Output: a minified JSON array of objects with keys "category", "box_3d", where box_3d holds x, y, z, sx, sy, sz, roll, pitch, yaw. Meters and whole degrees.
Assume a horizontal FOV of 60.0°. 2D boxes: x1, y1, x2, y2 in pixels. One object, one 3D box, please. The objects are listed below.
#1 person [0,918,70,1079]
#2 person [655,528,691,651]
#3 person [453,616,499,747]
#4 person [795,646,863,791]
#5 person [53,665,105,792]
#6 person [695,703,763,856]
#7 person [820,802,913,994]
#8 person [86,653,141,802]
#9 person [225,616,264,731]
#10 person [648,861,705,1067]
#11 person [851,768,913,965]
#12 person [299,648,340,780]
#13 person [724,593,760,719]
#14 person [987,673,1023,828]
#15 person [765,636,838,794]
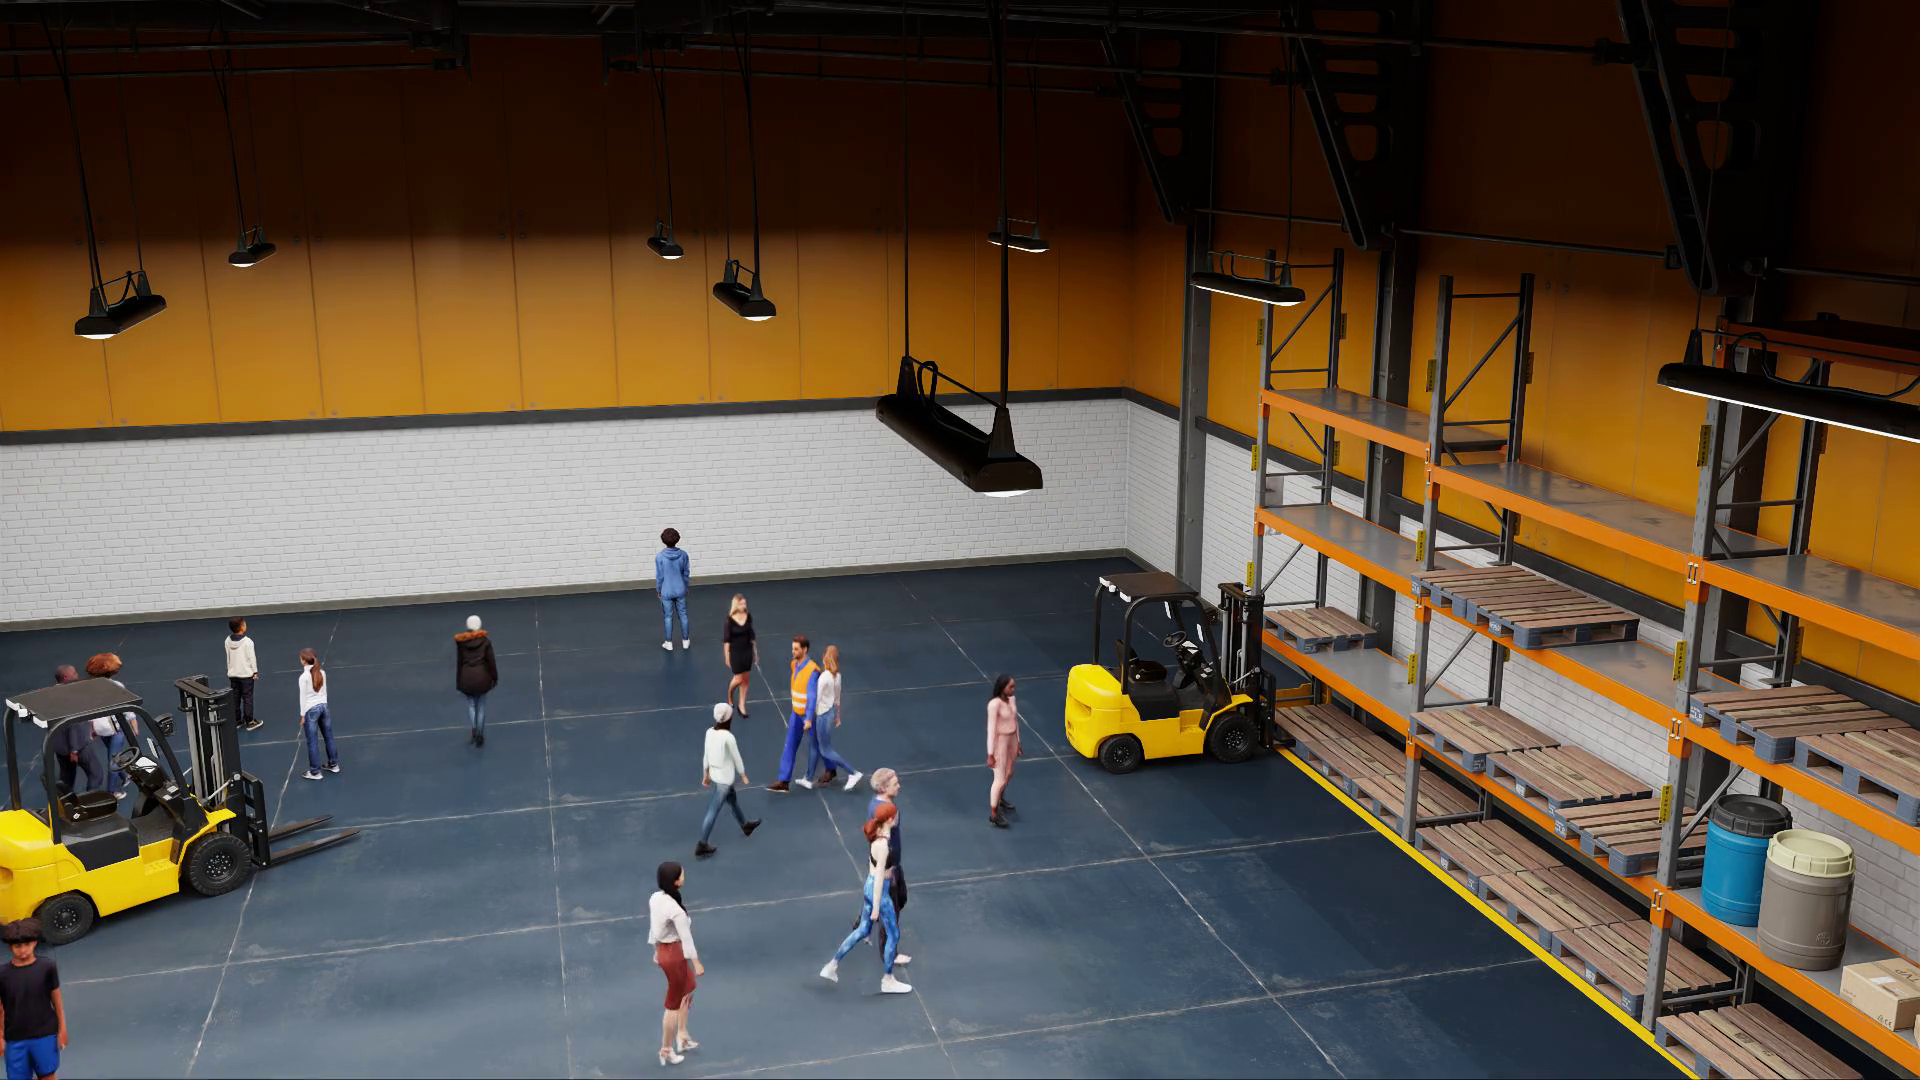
[{"category":"person","box_3d":[-6.909,3.618,12.379,0.680,1.784,0.761,-6,15,-23]},{"category":"person","box_3d":[-4.198,0.709,24.334,0.682,1.811,0.572,-5,14,-19]},{"category":"person","box_3d":[-5.968,1.748,20.452,0.683,1.617,0.771,-2,14,-8]},{"category":"person","box_3d":[-1.461,2.071,18.979,0.978,1.683,1.065,2,14,7]},{"category":"person","box_3d":[-9.707,2.242,17.997,0.817,1.813,0.901,11,18,39]},{"category":"person","box_3d":[-2.537,2.520,17.303,0.976,1.599,1.120,-13,19,-42]},{"category":"person","box_3d":[-0.783,3.132,14.450,0.708,1.753,0.971,-3,14,-14]},{"category":"person","box_3d":[-9.626,2.133,18.724,0.909,1.683,1.069,3,14,10]},{"category":"person","box_3d":[-9.125,1.681,21.082,0.652,1.452,0.664,3,14,14]},{"category":"person","box_3d":[-2.352,3.417,13.304,0.736,1.739,0.628,-8,16,-29]},{"category":"person","box_3d":[-0.752,2.946,14.999,0.866,1.856,0.846,1,14,4]},{"category":"person","box_3d":[-7.549,2.012,19.497,0.676,1.554,0.616,8,16,29]},{"category":"person","box_3d":[-2.879,1.477,21.470,0.684,1.665,0.748,-11,17,-38]},{"category":"person","box_3d":[0.456,2.261,18.139,0.934,1.709,0.889,9,16,34]},{"category":"person","box_3d":[-1.678,1.990,19.028,1.157,1.818,1.257,-13,19,-43]}]
